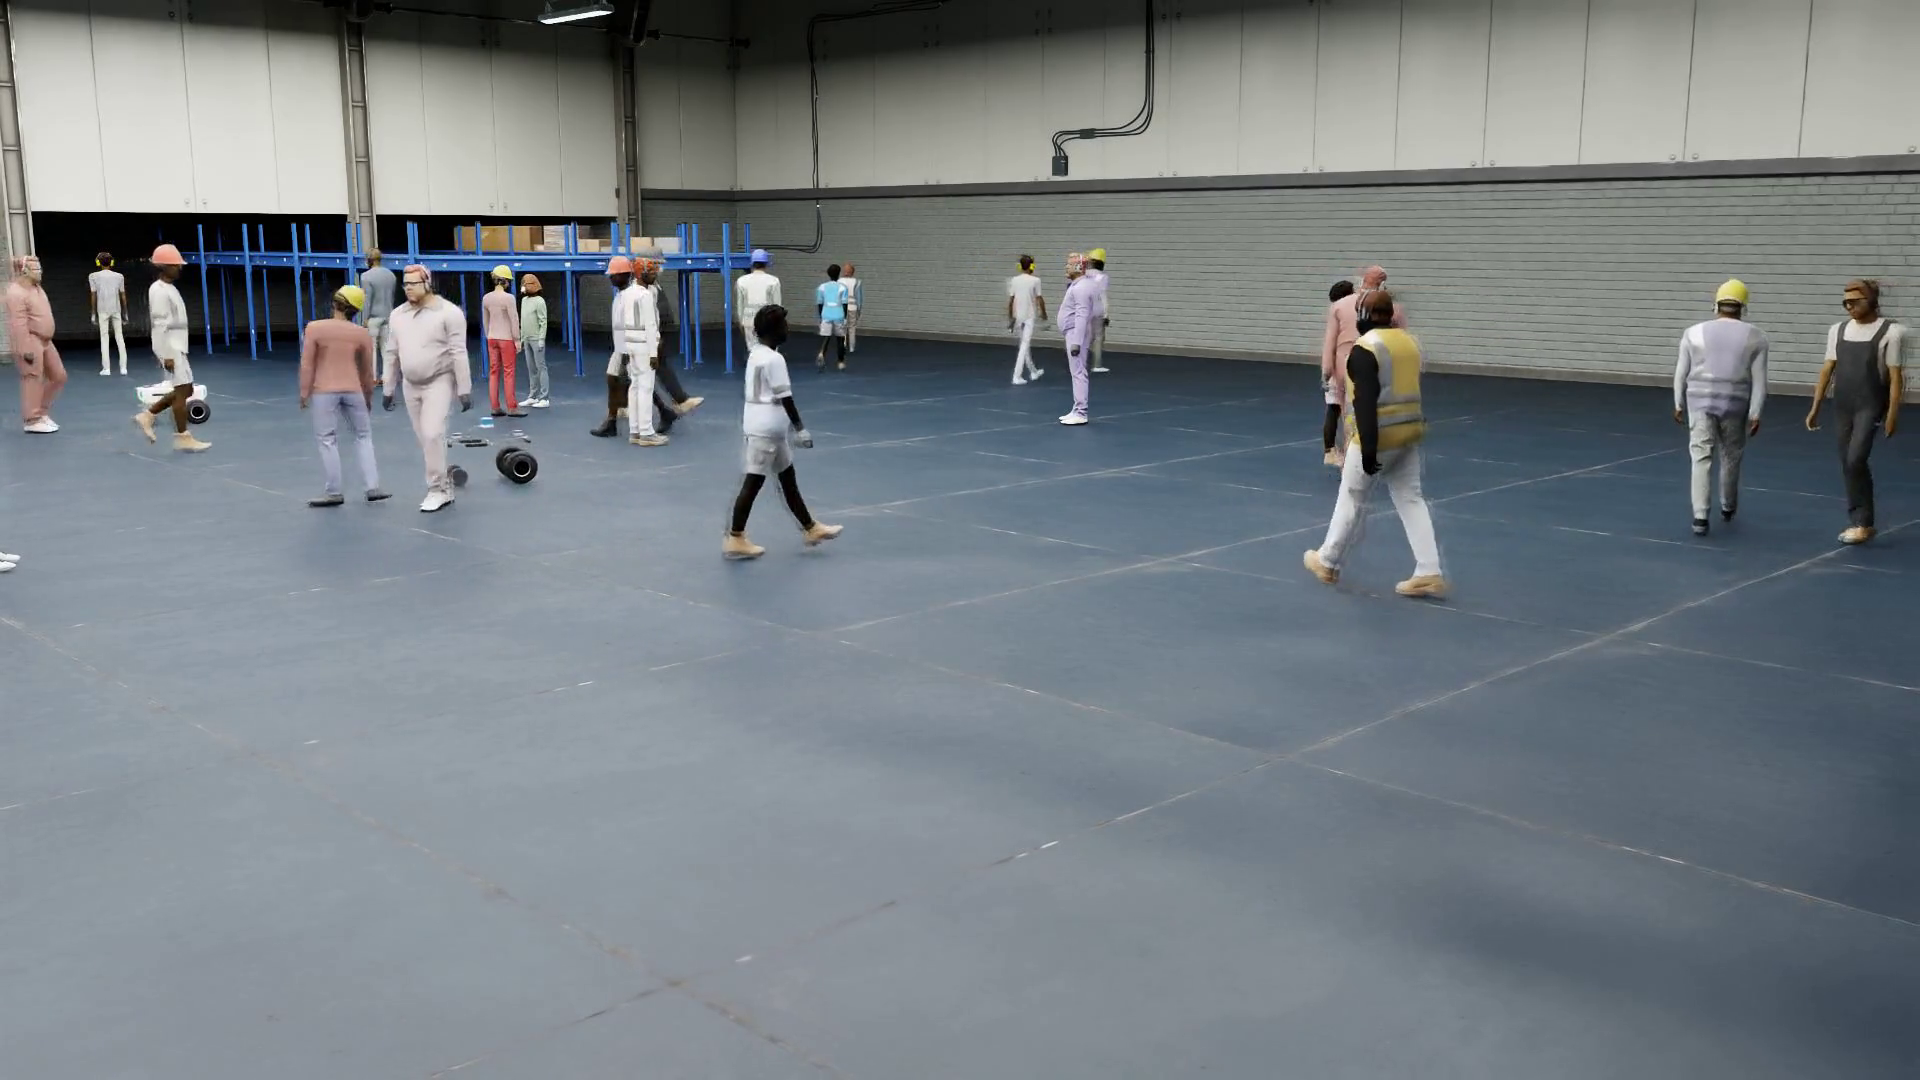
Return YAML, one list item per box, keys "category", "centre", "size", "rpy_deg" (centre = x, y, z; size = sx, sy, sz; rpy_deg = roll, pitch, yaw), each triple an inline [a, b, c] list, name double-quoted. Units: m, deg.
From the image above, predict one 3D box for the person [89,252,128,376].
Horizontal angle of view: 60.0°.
- category: "person"
  centre: [-12.934, -3.439, 25.278]
  size: [0.514, 1.865, 0.313]
  rpy_deg: [-9, 13, -39]

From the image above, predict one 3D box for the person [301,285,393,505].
- category: "person"
  centre: [-4.849, -1.132, 13.096]
  size: [0.630, 1.720, 0.354]
  rpy_deg: [-7, 13, -35]

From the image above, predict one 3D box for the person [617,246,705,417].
- category: "person"
  centre: [-3.578, -2.438, 19.436]
  size: [1.064, 2.000, 0.692]
  rpy_deg: [0, 10, -1]

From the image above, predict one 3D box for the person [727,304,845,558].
- category: "person"
  centre: [-1.166, -0.717, 10.981]
  size: [0.859, 1.653, 0.539]
  rpy_deg: [-3, 11, -14]

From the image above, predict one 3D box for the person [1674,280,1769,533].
- category: "person"
  centre: [5.477, -0.973, 12.008]
  size: [0.610, 1.781, 0.915]
  rpy_deg: [5, 12, 26]

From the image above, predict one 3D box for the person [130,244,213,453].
- category: "person"
  centre: [-7.761, -1.862, 16.229]
  size: [0.657, 2.026, 0.613]
  rpy_deg: [-2, 11, -12]

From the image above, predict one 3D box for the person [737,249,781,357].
- category: "person"
  centre: [-2.641, -2.866, 21.972]
  size: [0.608, 1.931, 0.446]
  rpy_deg: [1, 10, 5]

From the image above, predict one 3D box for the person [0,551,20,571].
- category: "person"
  centre: [-6.215, -0.629, 10.570]
  size: [0.279, 1.633, 0.499]
  rpy_deg: [-4, 11, -22]

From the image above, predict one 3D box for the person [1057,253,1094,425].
- category: "person"
  centre: [1.295, -2.260, 18.704]
  size: [0.409, 1.913, 0.651]
  rpy_deg: [0, 10, 3]

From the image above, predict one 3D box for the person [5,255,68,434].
- category: "person"
  centre: [-9.886, -2.089, 17.817]
  size: [0.436, 1.890, 0.684]
  rpy_deg: [-1, 10, -6]

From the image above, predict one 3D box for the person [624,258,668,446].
- category: "person"
  centre: [-3.216, -1.915, 16.896]
  size: [0.337, 1.882, 0.584]
  rpy_deg: [-6, 12, -32]

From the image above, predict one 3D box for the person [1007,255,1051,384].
- category: "person"
  centre: [1.025, -3.165, 23.880]
  size: [0.519, 1.826, 0.954]
  rpy_deg: [8, 13, 39]

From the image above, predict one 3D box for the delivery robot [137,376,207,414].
- category: "delivery robot"
  centre: [-8.954, -1.642, 18.896]
  size: [0.707, 0.478, 0.477]
  rpy_deg: [-6, 12, -28]

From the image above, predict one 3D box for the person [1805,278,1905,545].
- category: "person"
  centre: [6.118, -0.875, 11.400]
  size: [0.564, 1.817, 0.515]
  rpy_deg: [-5, 12, -27]

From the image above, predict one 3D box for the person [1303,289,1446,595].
- category: "person"
  centre: [2.495, -0.586, 9.905]
  size: [0.652, 1.784, 0.977]
  rpy_deg: [-9, 14, -40]

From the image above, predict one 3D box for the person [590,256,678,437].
- category: "person"
  centre: [-3.462, -2.052, 17.618]
  size: [0.875, 1.909, 0.553]
  rpy_deg: [-7, 12, -32]

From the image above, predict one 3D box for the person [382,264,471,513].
- category: "person"
  centre: [-4.138, -1.149, 12.712]
  size: [0.683, 1.880, 0.726]
  rpy_deg: [4, 11, 20]

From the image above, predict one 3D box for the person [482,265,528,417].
- category: "person"
  centre: [-5.342, -2.325, 19.480]
  size: [0.524, 1.760, 0.328]
  rpy_deg: [6, 12, 30]

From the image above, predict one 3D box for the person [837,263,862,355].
- category: "person"
  centre: [-2.012, -4.128, 29.712]
  size: [0.516, 1.615, 0.777]
  rpy_deg: [-1, 10, -3]

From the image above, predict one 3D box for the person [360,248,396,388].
- category: "person"
  centre: [-8.137, -3.094, 23.204]
  size: [0.434, 1.935, 0.646]
  rpy_deg: [5, 12, 25]

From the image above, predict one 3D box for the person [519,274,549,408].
- category: "person"
  centre: [-5.275, -2.459, 20.542]
  size: [0.278, 1.634, 0.498]
  rpy_deg: [-10, 14, -44]

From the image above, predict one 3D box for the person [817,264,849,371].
- category: "person"
  centre: [-2.001, -3.467, 25.965]
  size: [0.537, 1.672, 0.744]
  rpy_deg: [2, 11, 13]

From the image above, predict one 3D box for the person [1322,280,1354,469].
- category: "person"
  centre: [3.483, -1.522, 15.260]
  size: [0.318, 1.700, 0.535]
  rpy_deg: [3, 11, 16]

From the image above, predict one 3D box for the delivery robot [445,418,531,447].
- category: "delivery robot"
  centre: [-4.081, -0.941, 14.366]
  size: [0.698, 0.223, 0.335]
  rpy_deg: [-5, 11, -24]

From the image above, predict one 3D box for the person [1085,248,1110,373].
- category: "person"
  centre: [2.054, -3.521, 25.588]
  size: [0.545, 1.908, 0.599]
  rpy_deg: [-9, 14, -40]

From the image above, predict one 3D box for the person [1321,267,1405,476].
- category: "person"
  centre: [3.513, -1.438, 14.448]
  size: [0.656, 1.831, 1.002]
  rpy_deg: [5, 12, 27]
